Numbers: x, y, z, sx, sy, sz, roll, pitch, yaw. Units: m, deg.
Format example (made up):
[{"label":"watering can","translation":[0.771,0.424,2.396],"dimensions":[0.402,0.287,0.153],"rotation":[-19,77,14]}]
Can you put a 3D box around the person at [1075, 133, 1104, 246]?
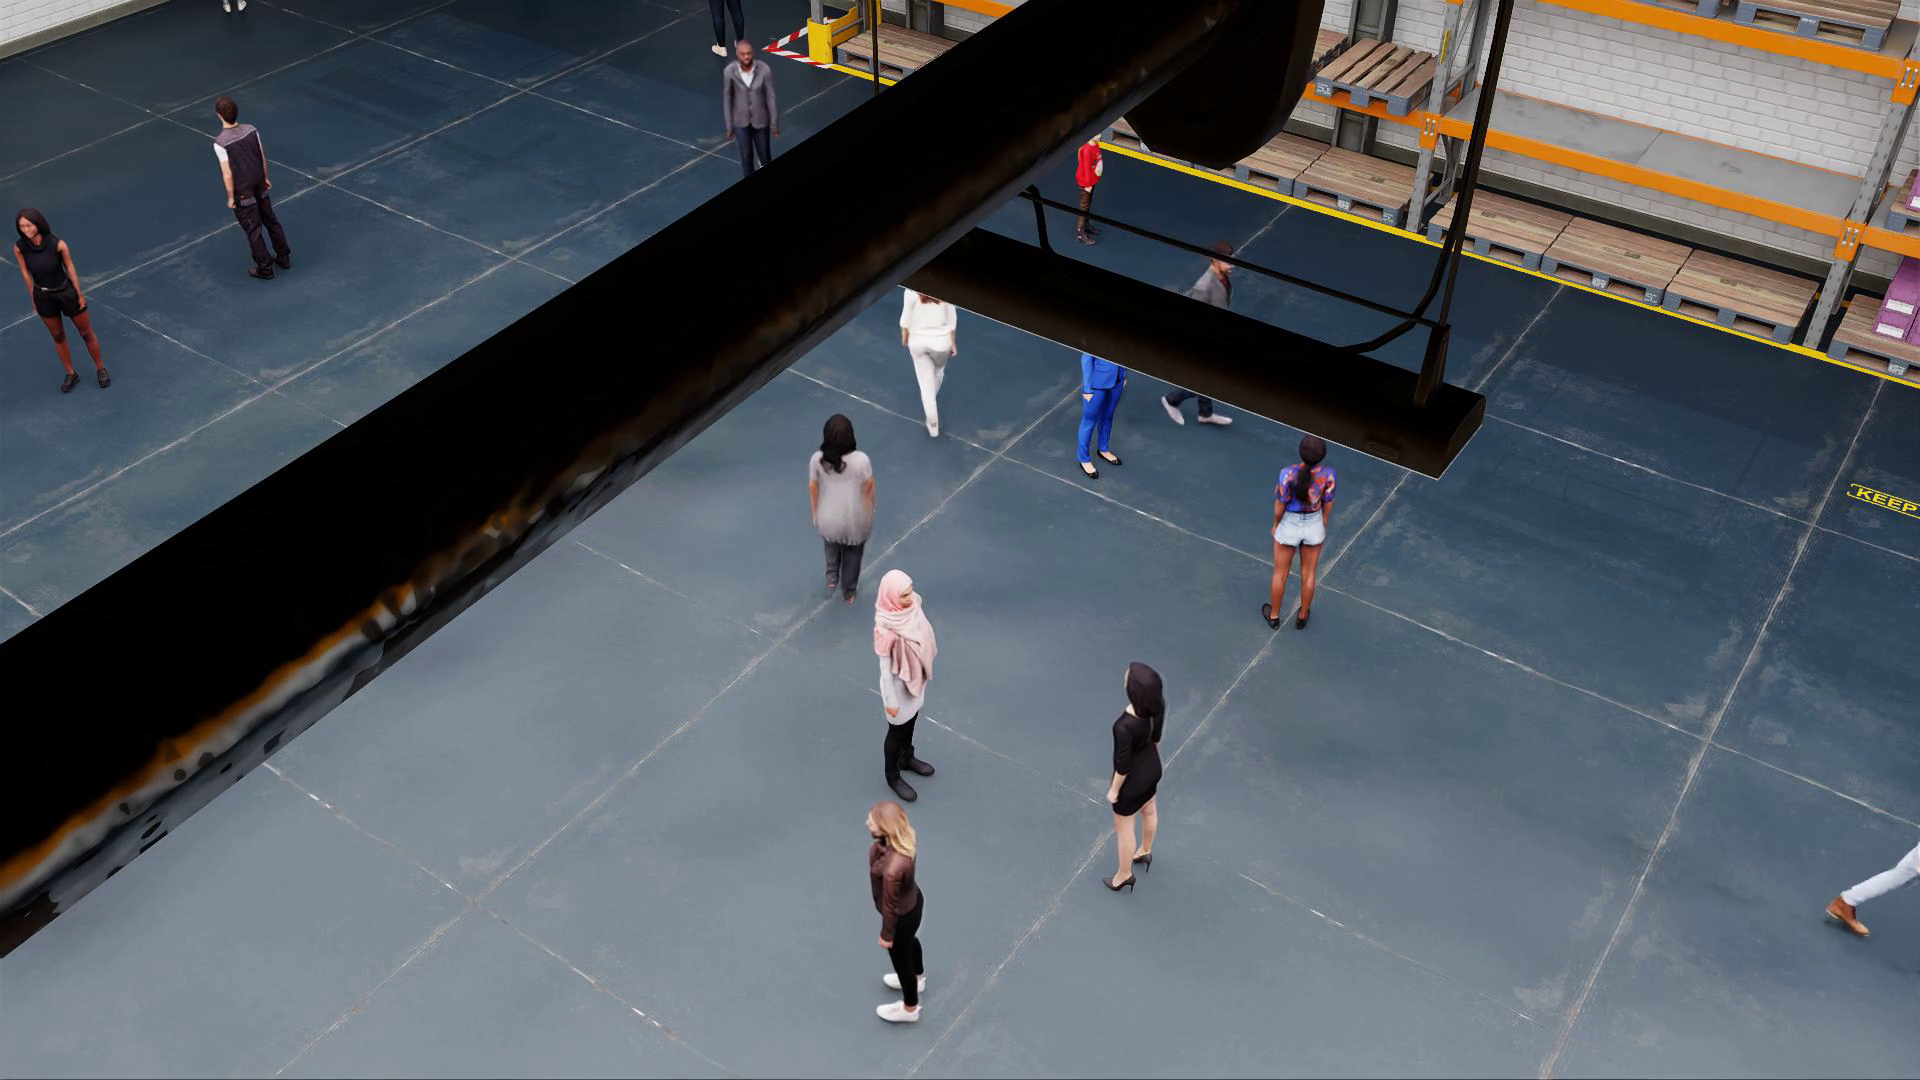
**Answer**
[{"label":"person","translation":[1.313,-3.682,17.016],"dimensions":[0.578,1.282,0.553],"rotation":[11,40,13]}]

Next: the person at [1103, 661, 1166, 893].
[{"label":"person","translation":[1.076,1.460,10.157],"dimensions":[0.539,1.806,0.617],"rotation":[31,48,32]}]

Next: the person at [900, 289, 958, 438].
[{"label":"person","translation":[-0.246,-1.638,14.162],"dimensions":[1.055,1.650,1.097],"rotation":[-5,39,-6]}]

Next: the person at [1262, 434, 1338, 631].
[{"label":"person","translation":[2.478,-0.067,12.120],"dimensions":[0.629,1.742,0.729],"rotation":[1,39,1]}]

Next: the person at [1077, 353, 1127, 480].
[{"label":"person","translation":[1.167,-1.318,13.720],"dimensions":[0.670,1.701,0.629],"rotation":[-28,47,-31]}]

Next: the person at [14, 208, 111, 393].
[{"label":"person","translation":[-7.970,-2.136,14.713],"dimensions":[0.681,1.740,0.732],"rotation":[-8,39,-10]}]

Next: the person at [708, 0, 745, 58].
[{"label":"person","translation":[-2.939,-6.936,20.668],"dimensions":[0.733,1.810,0.745],"rotation":[-19,42,-22]}]

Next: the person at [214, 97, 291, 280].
[{"label":"person","translation":[-6.953,-3.449,16.270],"dimensions":[0.581,1.849,0.659],"rotation":[20,43,23]}]

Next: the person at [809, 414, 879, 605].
[{"label":"person","translation":[-0.881,-0.184,12.387],"dimensions":[0.721,1.592,0.802],"rotation":[6,39,7]}]

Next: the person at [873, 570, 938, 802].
[{"label":"person","translation":[-0.375,0.924,10.830],"dimensions":[0.636,1.804,0.660],"rotation":[18,42,21]}]

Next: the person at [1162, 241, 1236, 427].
[{"label":"person","translation":[2.045,-1.735,14.120],"dimensions":[0.912,1.853,0.821],"rotation":[13,41,16]}]

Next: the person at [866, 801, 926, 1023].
[{"label":"person","translation":[-0.329,2.101,9.439],"dimensions":[0.684,1.701,0.675],"rotation":[3,39,3]}]

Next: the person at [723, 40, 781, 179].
[{"label":"person","translation":[-2.195,-4.426,17.529],"dimensions":[1.026,1.804,1.070],"rotation":[-2,39,-3]}]
